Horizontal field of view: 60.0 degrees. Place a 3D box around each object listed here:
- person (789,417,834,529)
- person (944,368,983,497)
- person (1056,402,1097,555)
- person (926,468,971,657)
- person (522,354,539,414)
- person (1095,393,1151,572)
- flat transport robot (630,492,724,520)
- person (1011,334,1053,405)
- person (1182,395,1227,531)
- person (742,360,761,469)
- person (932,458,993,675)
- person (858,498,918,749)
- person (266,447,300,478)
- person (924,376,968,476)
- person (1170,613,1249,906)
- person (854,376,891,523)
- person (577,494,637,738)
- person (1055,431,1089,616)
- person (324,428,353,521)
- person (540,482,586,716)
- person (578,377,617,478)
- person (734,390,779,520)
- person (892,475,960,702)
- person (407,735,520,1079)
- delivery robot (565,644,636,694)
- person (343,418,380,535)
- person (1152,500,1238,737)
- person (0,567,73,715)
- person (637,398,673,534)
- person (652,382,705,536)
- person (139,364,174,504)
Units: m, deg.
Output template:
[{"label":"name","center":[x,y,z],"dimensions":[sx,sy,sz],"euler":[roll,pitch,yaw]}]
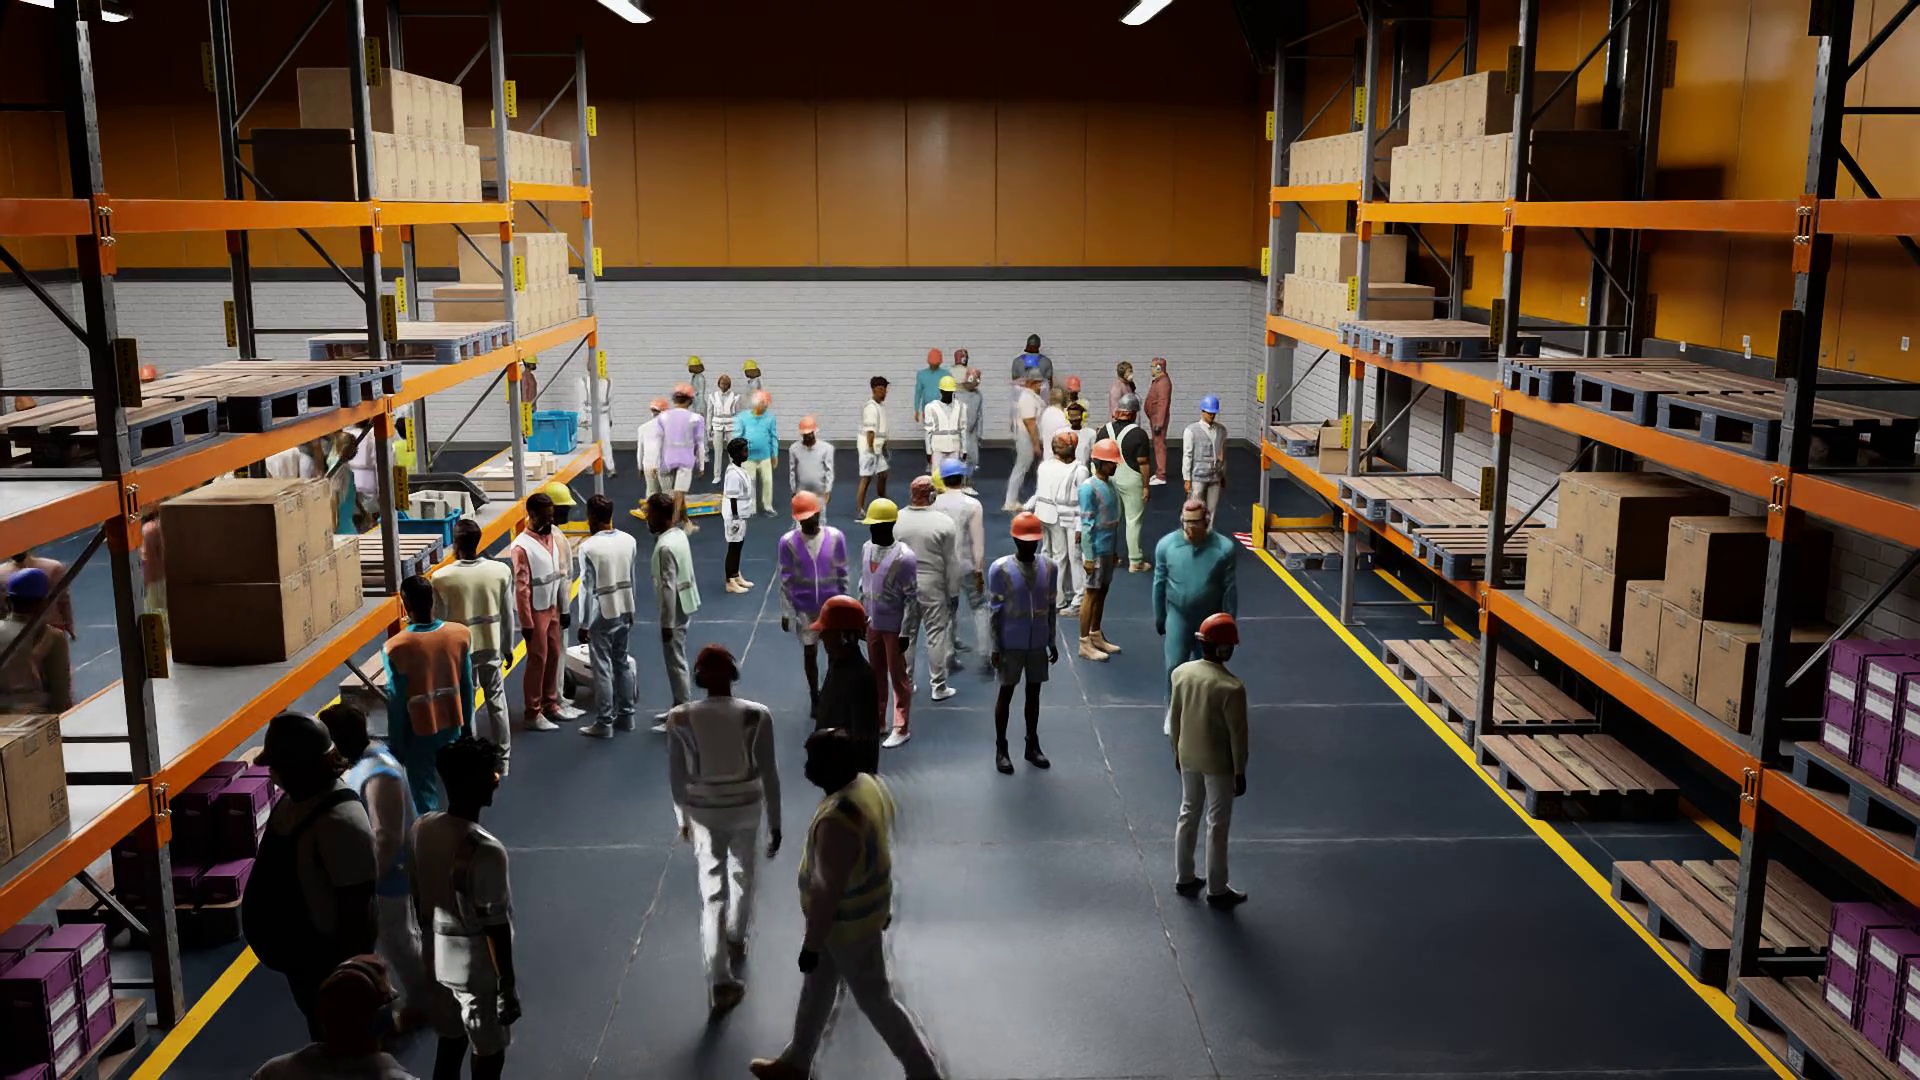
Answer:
[{"label":"person","center":[-1.738,-0.571,19.336],"dimensions":[0.563,1.707,0.863],"euler":[1,11,5]},{"label":"person","center":[0.028,-1.503,23.642],"dimensions":[0.713,1.867,0.467],"euler":[-8,14,-36]},{"label":"person","center":[1.356,-0.698,19.567],"dimensions":[0.528,1.869,0.313],"euler":[1,11,7]},{"label":"person","center":[-0.154,0.204,15.225],"dimensions":[0.411,1.813,0.626],"euler":[7,13,31]},{"label":"person","center":[-7.065,-2.196,27.370],"dimensions":[0.343,1.757,0.532],"euler":[0,11,2]},{"label":"person","center":[1.913,-0.663,18.955],"dimensions":[0.689,2.000,0.538],"euler":[9,14,38]},{"label":"flat transport robot","center":[-3.641,-0.453,22.355],"dimensions":[1.431,0.197,0.652],"euler":[-6,13,-29]},{"label":"person","center":[1.219,-2.426,27.795],"dimensions":[0.688,2.000,0.537],"euler":[2,11,9]},{"label":"person","center":[2.894,-0.741,19.587],"dimensions":[0.615,1.943,0.401],"euler":[-6,13,-28]},{"label":"person","center":[-3.289,-1.995,26.411],"dimensions":[0.321,1.737,0.483],"euler":[-1,11,-6]},{"label":"person","center":[-0.067,0.234,14.786],"dimensions":[0.651,1.908,0.513],"euler":[5,12,24]},{"label":"person","center":[-0.576,0.628,12.767],"dimensions":[0.587,1.928,0.362],"euler":[11,16,43]},{"label":"person","center":[-7.331,-0.361,17.954],"dimensions":[0.390,1.838,0.563],"euler":[5,12,22]},{"label":"person","center":[-0.178,-1.228,22.111],"dimensions":[0.585,1.918,0.409],"euler":[-3,12,-17]},{"label":"person","center":[1.504,1.290,9.893],"dimensions":[0.344,1.747,0.572],"euler":[-9,14,-38]},{"label":"person","center":[-1.159,-1.184,21.884],"dimensions":[0.396,1.936,0.648],"euler":[3,12,13]},{"label":"person","center":[-2.742,0.592,13.011],"dimensions":[0.398,1.908,0.599],"euler":[6,13,29]},{"label":"person","center":[1.116,-0.172,16.888],"dimensions":[0.337,1.882,0.585],"euler":[-4,12,-21]},{"label":"person","center":[-7.132,-0.551,19.111],"dimensions":[0.339,1.761,0.524],"euler":[-3,12,-13]},{"label":"person","center":[-3.277,0.478,13.520],"dimensions":[0.381,1.924,0.594],"euler":[-6,13,-29]},{"label":"person","center":[-5.575,-1.875,25.569],"dimensions":[0.573,1.833,0.994],"euler":[-6,13,-27]},{"label":"person","center":[-2.706,-1.133,22.138],"dimensions":[0.613,1.716,0.363],"euler":[-4,12,-18]},{"label":"person","center":[-0.301,0.402,13.954],"dimensions":[0.651,1.906,0.403],"euler":[4,12,19]},{"label":"person","center":[-2.046,1.767,6.956],"dimensions":[0.609,1.965,0.368],"euler":[10,15,40]},{"label":"delivery robot","center":[-3.004,1.045,13.896],"dimensions":[0.477,0.478,0.707],"euler":[-9,15,-38]},{"label":"person","center":[-6.860,-0.637,19.144],"dimensions":[0.584,1.916,0.440],"euler":[1,11,5]},{"label":"person","center":[1.825,0.615,12.928],"dimensions":[0.656,1.885,0.524],"euler":[1,11,5]},{"label":"person","center":[-5.828,1.104,10.479],"dimensions":[0.593,1.878,1.010],"euler":[-1,11,-3]},{"label":"person","center":[-3.810,-0.931,21.088],"dimensions":[0.609,1.731,0.406],"euler":[7,13,30]},{"label":"person","center":[-3.492,-0.945,20.553],"dimensions":[0.639,1.986,1.089],"euler":[3,12,16]},{"label":"person","center":[-11.199,-1.447,23.056],"dimensions":[0.633,1.978,0.437],"euler":[0,11,-2]}]
